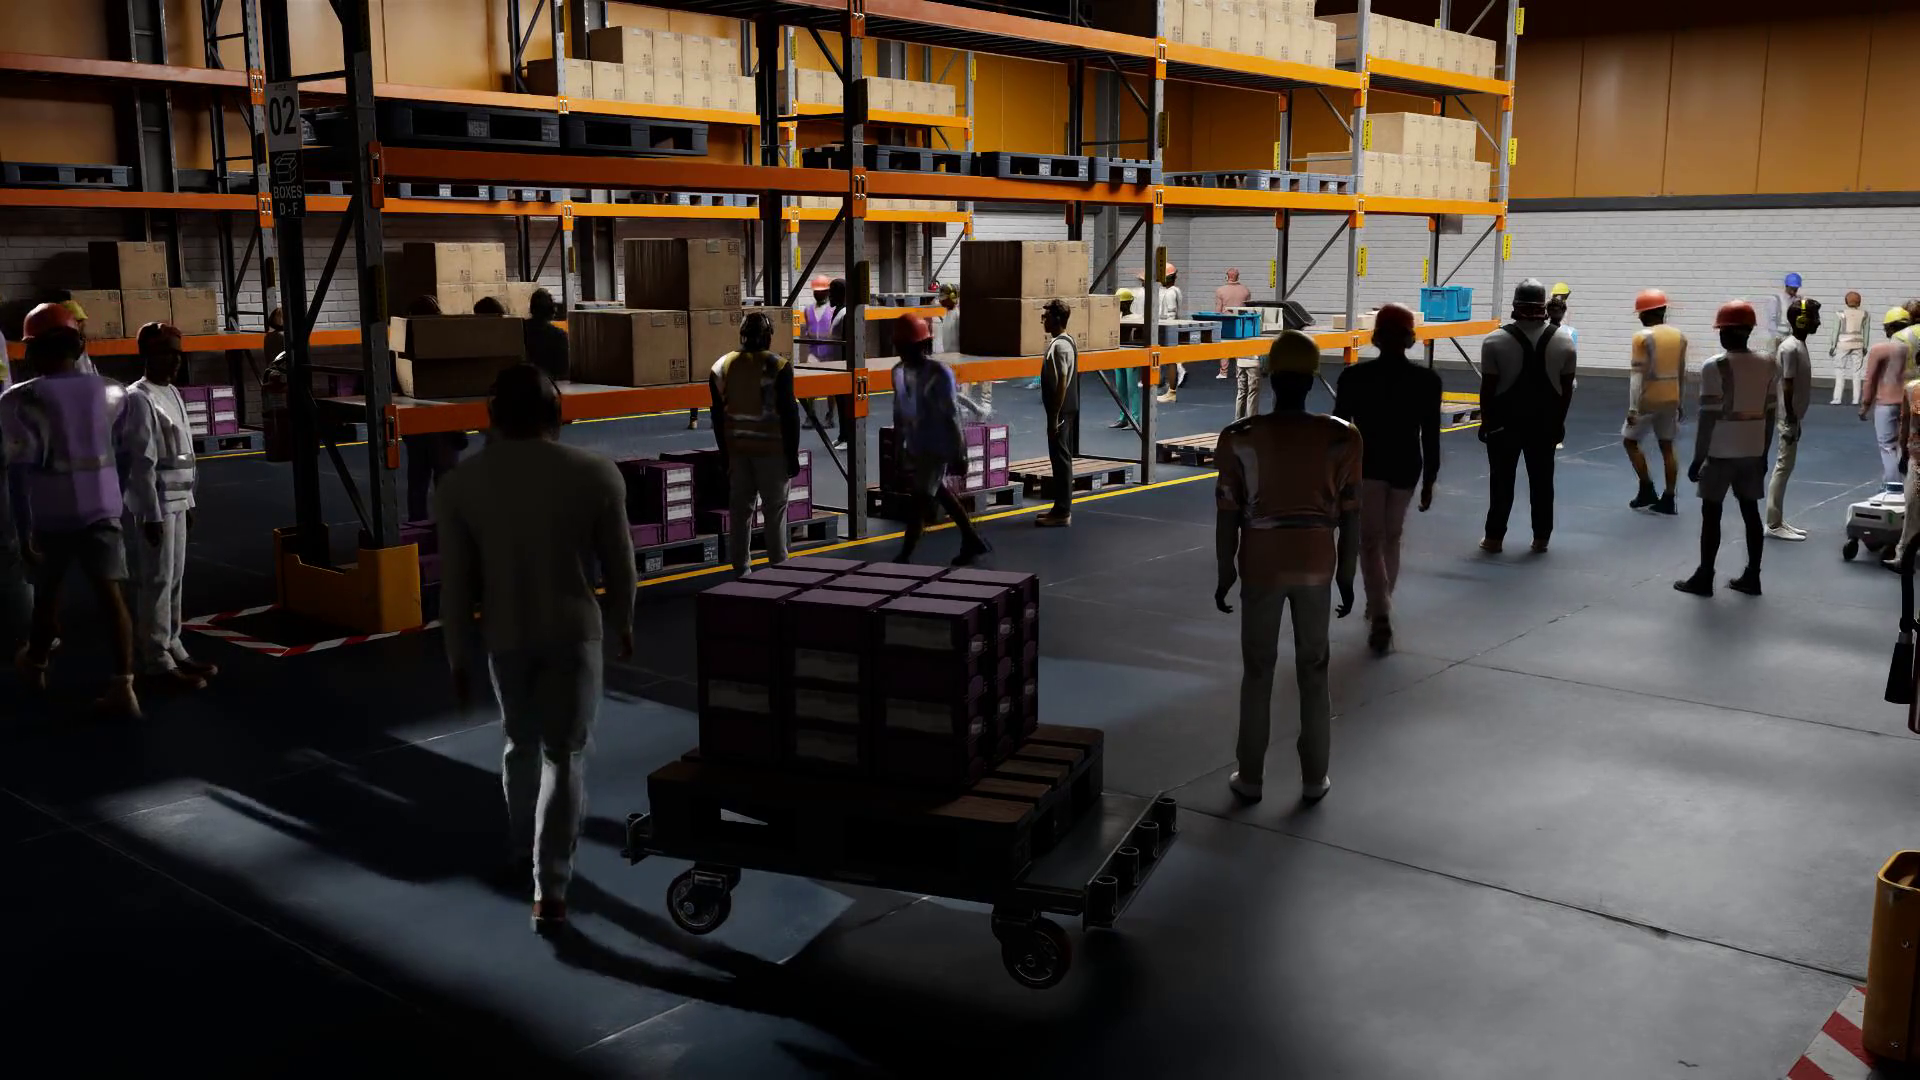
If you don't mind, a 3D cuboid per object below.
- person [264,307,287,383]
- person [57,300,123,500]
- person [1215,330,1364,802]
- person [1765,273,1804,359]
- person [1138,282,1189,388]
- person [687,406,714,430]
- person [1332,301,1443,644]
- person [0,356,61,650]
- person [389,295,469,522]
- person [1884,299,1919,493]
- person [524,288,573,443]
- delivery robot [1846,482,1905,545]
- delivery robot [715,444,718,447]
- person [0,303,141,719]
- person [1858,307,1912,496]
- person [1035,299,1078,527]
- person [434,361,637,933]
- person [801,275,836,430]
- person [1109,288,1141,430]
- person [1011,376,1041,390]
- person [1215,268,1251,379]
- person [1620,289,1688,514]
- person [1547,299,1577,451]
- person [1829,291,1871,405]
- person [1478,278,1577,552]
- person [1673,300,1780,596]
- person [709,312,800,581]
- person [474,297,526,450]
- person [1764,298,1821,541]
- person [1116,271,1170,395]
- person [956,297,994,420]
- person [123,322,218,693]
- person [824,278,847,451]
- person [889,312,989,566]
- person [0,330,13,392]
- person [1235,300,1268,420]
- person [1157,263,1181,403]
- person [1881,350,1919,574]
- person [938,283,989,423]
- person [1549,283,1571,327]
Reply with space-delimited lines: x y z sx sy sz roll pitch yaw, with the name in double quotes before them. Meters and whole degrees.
"person" -7.272 -1.685 17.891 0.493 1.625 0.281 6 12 33
"person" -7.737 -1.169 14.422 0.755 1.813 0.598 -8 13 -40
"person" 1.325 0.116 6.771 0.588 1.927 0.369 1 10 4
"person" 12.194 -2.989 24.573 0.589 1.873 1.064 0 10 -1
"person" 3.260 -3.391 26.890 0.851 1.876 0.643 9 13 40
"person" -3.224 -2.219 20.720 0.540 1.696 0.316 -3 11 -18
"person" 2.458 -0.395 9.616 0.611 1.959 0.992 0 10 1
"person" -5.301 -0.172 9.020 0.537 1.704 0.588 -2 10 -9
"person" -3.899 -0.852 12.344 0.651 1.906 0.409 5 11 26
"person" 8.466 -1.224 14.751 0.691 1.816 0.441 -3 11 -19
"person" -3.572 -1.160 14.063 0.672 1.917 0.502 3 11 19
"delivery robot" 6.760 -0.174 12.062 0.707 0.478 0.477 -7 12 -35
"delivery robot" -2.101 -0.762 15.408 0.477 0.478 0.707 6 12 31
"person" -4.352 -0.151 8.111 1.045 1.984 0.626 9 13 41
"person" 8.275 -1.186 14.741 0.527 1.739 0.645 -2 10 -10
"person" 0.785 -1.026 13.507 0.337 1.845 0.514 1 10 8
"person" -1.423 0.354 5.622 0.625 1.899 0.967 -1 10 -3
"person" -1.733 -2.309 20.600 0.555 1.914 0.695 3 11 19
"person" 2.050 -2.244 20.699 0.341 1.761 0.529 -6 11 -29
"person" 1.076 -3.302 26.486 0.626 1.827 0.605 -2 10 -14
"person" 4.679 -3.724 28.691 0.643 1.909 0.410 -2 10 -12
"person" 5.916 -1.173 14.167 0.639 1.904 0.545 -3 10 -18
"person" 6.616 -1.844 18.659 0.553 1.707 0.395 1 10 5
"person" 12.796 -2.752 23.928 0.522 1.636 0.310 1 10 8
"person" 4.169 -0.924 12.367 0.682 2.000 0.537 0 10 3
"person" 5.004 -0.584 10.846 0.572 1.922 0.437 -2 10 -11
"person" -1.317 -0.570 10.936 0.621 1.839 0.429 4 11 23
"person" -3.562 -0.977 13.161 1.063 1.884 0.649 -4 11 -21
"person" 6.475 -0.934 12.917 0.318 1.868 0.531 5 11 28
"person" 2.832 -3.201 25.667 1.068 1.936 0.619 -8 13 -38
"person" 0.237 -2.568 21.866 0.609 1.993 0.384 0 10 -2
"person" -4.074 -0.169 8.525 0.358 1.881 0.574 -2 10 -10
"person" -1.306 -1.958 18.600 0.382 1.918 0.597 -3 10 -18
"person" -0.178 -0.651 11.424 1.148 1.848 0.569 -9 14 -43
"person" -9.045 -1.381 15.445 0.980 1.871 0.604 -7 12 -35
"person" 3.535 -2.093 20.192 0.313 1.633 0.511 -5 11 -28
"person" 3.034 -3.012 24.281 0.387 2.034 0.605 2 10 12
"person" 6.716 -0.541 11.431 0.847 1.583 0.625 -7 12 -33
"person" -0.005 -2.113 19.698 0.597 1.844 0.548 -4 11 -20
"person" 8.448 -2.745 23.515 0.305 1.771 0.525 1 10 3
